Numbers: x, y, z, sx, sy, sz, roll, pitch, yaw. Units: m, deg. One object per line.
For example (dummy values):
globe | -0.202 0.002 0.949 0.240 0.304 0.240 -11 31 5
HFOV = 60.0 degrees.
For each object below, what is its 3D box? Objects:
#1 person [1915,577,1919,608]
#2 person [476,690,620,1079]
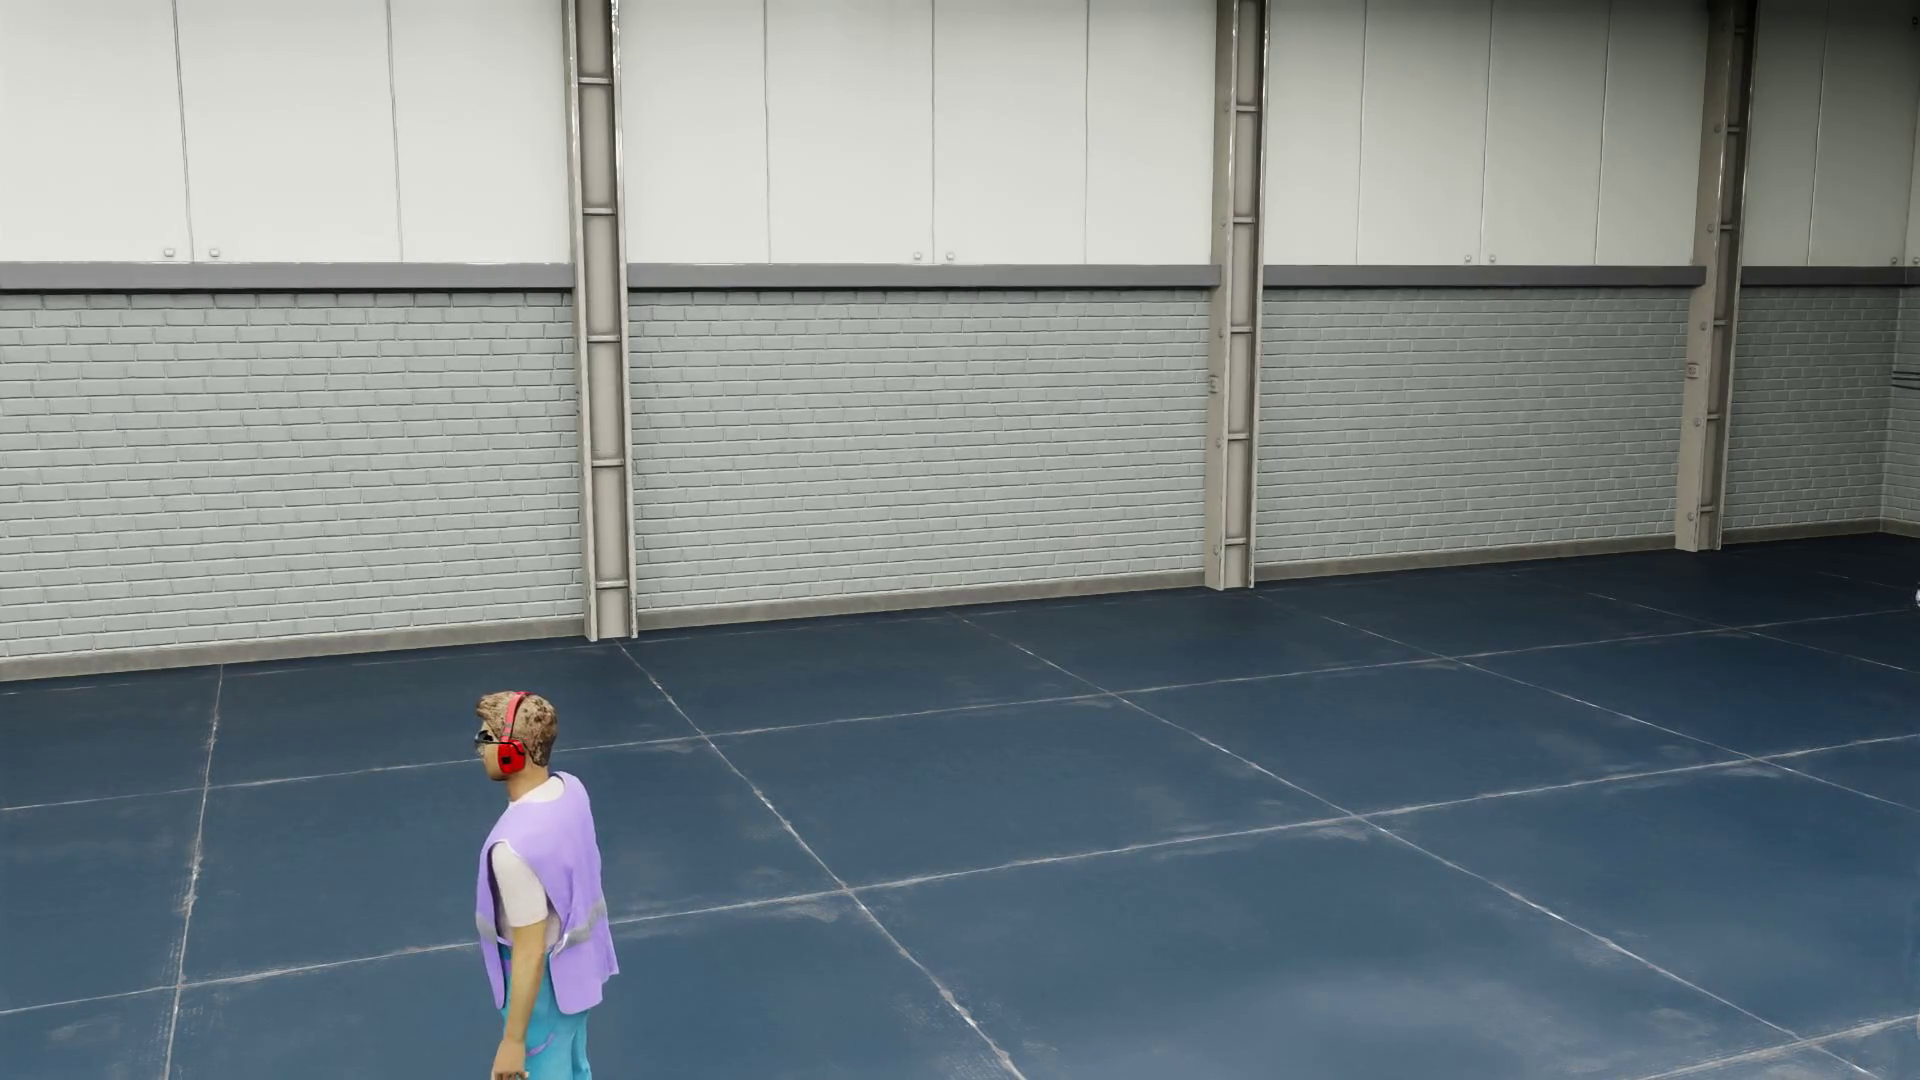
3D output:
person | 6.844 0.312 11.382 0.517 1.851 0.725 4 10 25
person | -1.211 1.344 4.884 0.390 1.846 0.564 0 9 3
